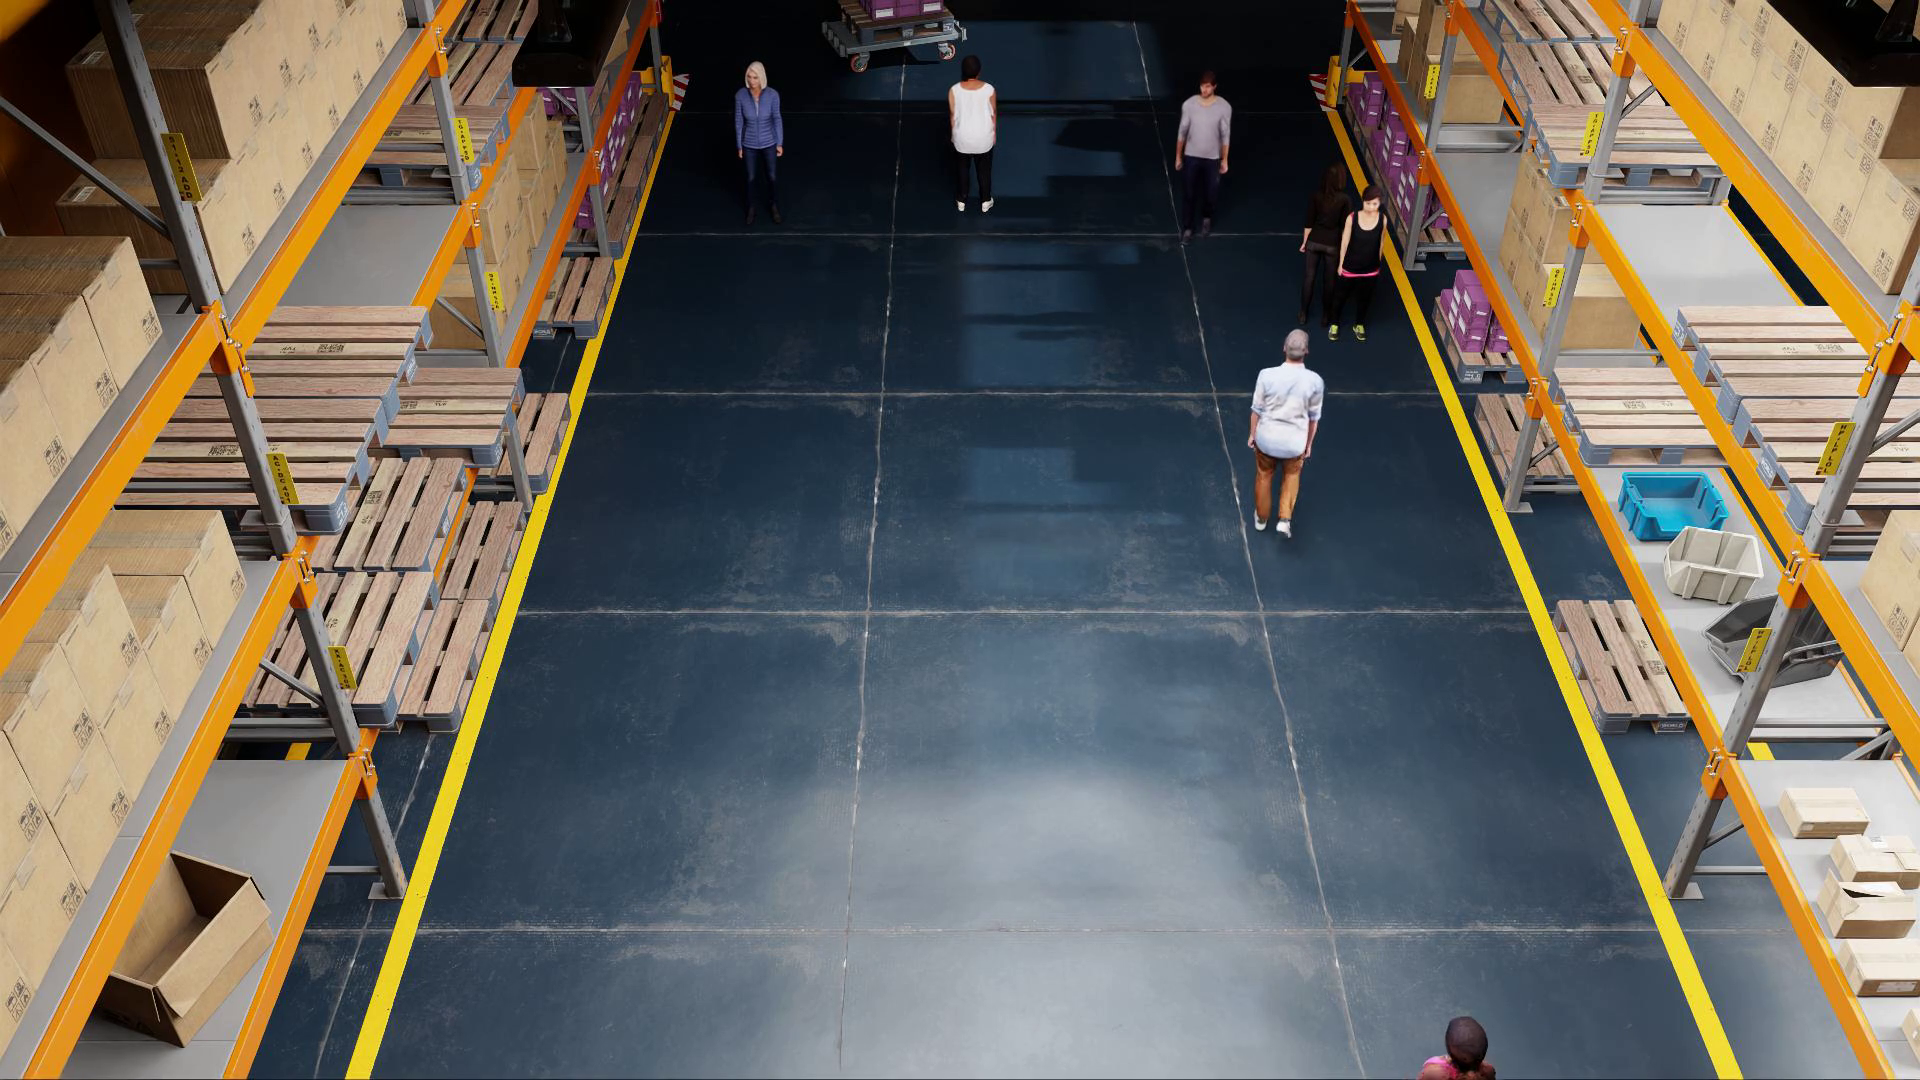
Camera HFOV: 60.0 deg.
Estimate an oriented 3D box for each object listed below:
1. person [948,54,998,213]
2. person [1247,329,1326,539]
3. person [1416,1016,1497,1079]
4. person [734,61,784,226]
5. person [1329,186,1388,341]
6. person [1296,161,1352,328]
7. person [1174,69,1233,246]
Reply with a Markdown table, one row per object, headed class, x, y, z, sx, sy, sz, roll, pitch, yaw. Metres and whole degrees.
| class | x | y | z | sx | sy | sz | roll | pitch | yaw |
| --- | --- | --- | --- | --- | --- | --- | --- | --- | --- |
| person | 0.133 | -4.238 | 17.310 | 0.678 | 1.688 | 0.635 | 4 | 39 | 5 |
| person | 2.485 | -0.752 | 12.846 | 0.770 | 1.811 | 0.876 | 6 | 39 | 8 |
| person | 2.387 | 3.034 | 8.222 | 0.697 | 1.667 | 1.140 | -6 | 39 | -7 |
| person | -2.062 | -4.104 | 17.100 | 0.654 | 1.740 | 0.562 | -3 | 39 | -4 |
| person | 3.693 | -2.563 | 15.321 | 0.538 | 1.551 | 0.489 | 0 | 39 | 0 |
| person | 3.388 | -2.748 | 15.481 | 0.633 | 1.642 | 0.601 | 11 | 40 | 13 |
| person | 2.458 | -3.880 | 16.745 | 0.789 | 1.833 | 0.797 | 11 | 40 | 13 |
